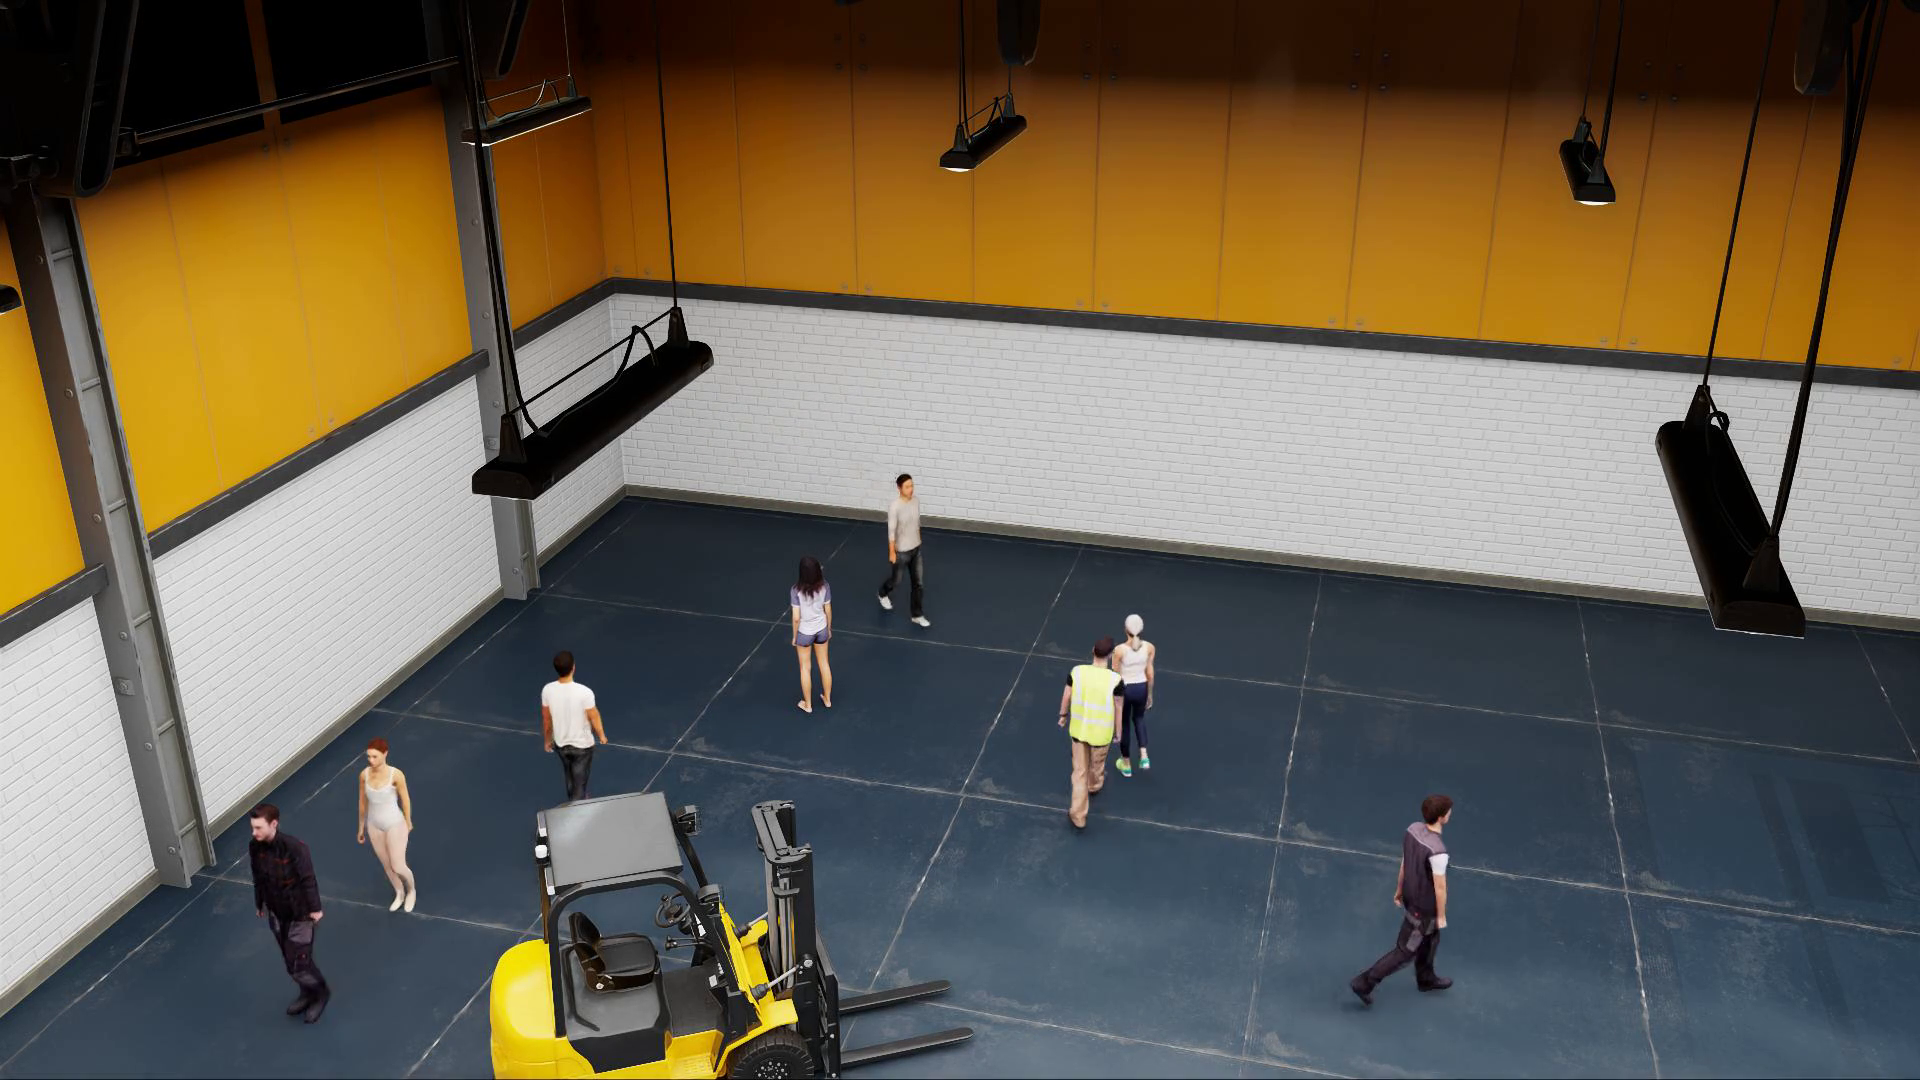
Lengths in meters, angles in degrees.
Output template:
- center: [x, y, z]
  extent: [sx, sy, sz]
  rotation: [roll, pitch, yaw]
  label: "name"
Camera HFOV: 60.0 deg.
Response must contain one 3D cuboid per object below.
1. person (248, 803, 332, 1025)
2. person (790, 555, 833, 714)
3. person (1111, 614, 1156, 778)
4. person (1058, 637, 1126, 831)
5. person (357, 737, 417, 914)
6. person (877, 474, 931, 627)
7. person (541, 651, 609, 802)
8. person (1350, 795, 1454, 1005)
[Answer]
- center: [-5.054, 2.789, 12.693]
  extent: [0.730, 1.893, 0.698]
  rotation: [10, 25, 21]
  label: "person"
- center: [-1.528, 0.950, 17.100]
  extent: [0.650, 1.733, 0.698]
  rotation: [-12, 26, -25]
  label: "person"
- center: [1.660, 1.530, 15.825]
  extent: [0.764, 1.692, 0.828]
  rotation: [-7, 25, -16]
  label: "person"
- center: [1.196, 1.784, 15.124]
  extent: [0.807, 1.788, 1.143]
  rotation: [4, 24, 9]
  label: "person"
- center: [-4.791, 2.365, 13.989]
  extent: [0.586, 1.633, 0.566]
  rotation: [3, 24, 7]
  label: "person"
- center: [-0.681, 0.076, 19.038]
  extent: [1.145, 1.782, 1.096]
  rotation: [-20, 30, -38]
  label: "person"
- center: [-3.508, 1.877, 14.923]
  extent: [0.651, 1.778, 0.881]
  rotation: [6, 24, 14]
  label: "person"
- center: [3.452, 2.801, 12.762]
  extent: [1.002, 1.817, 1.170]
  rotation: [-3, 24, -8]
  label: "person"
